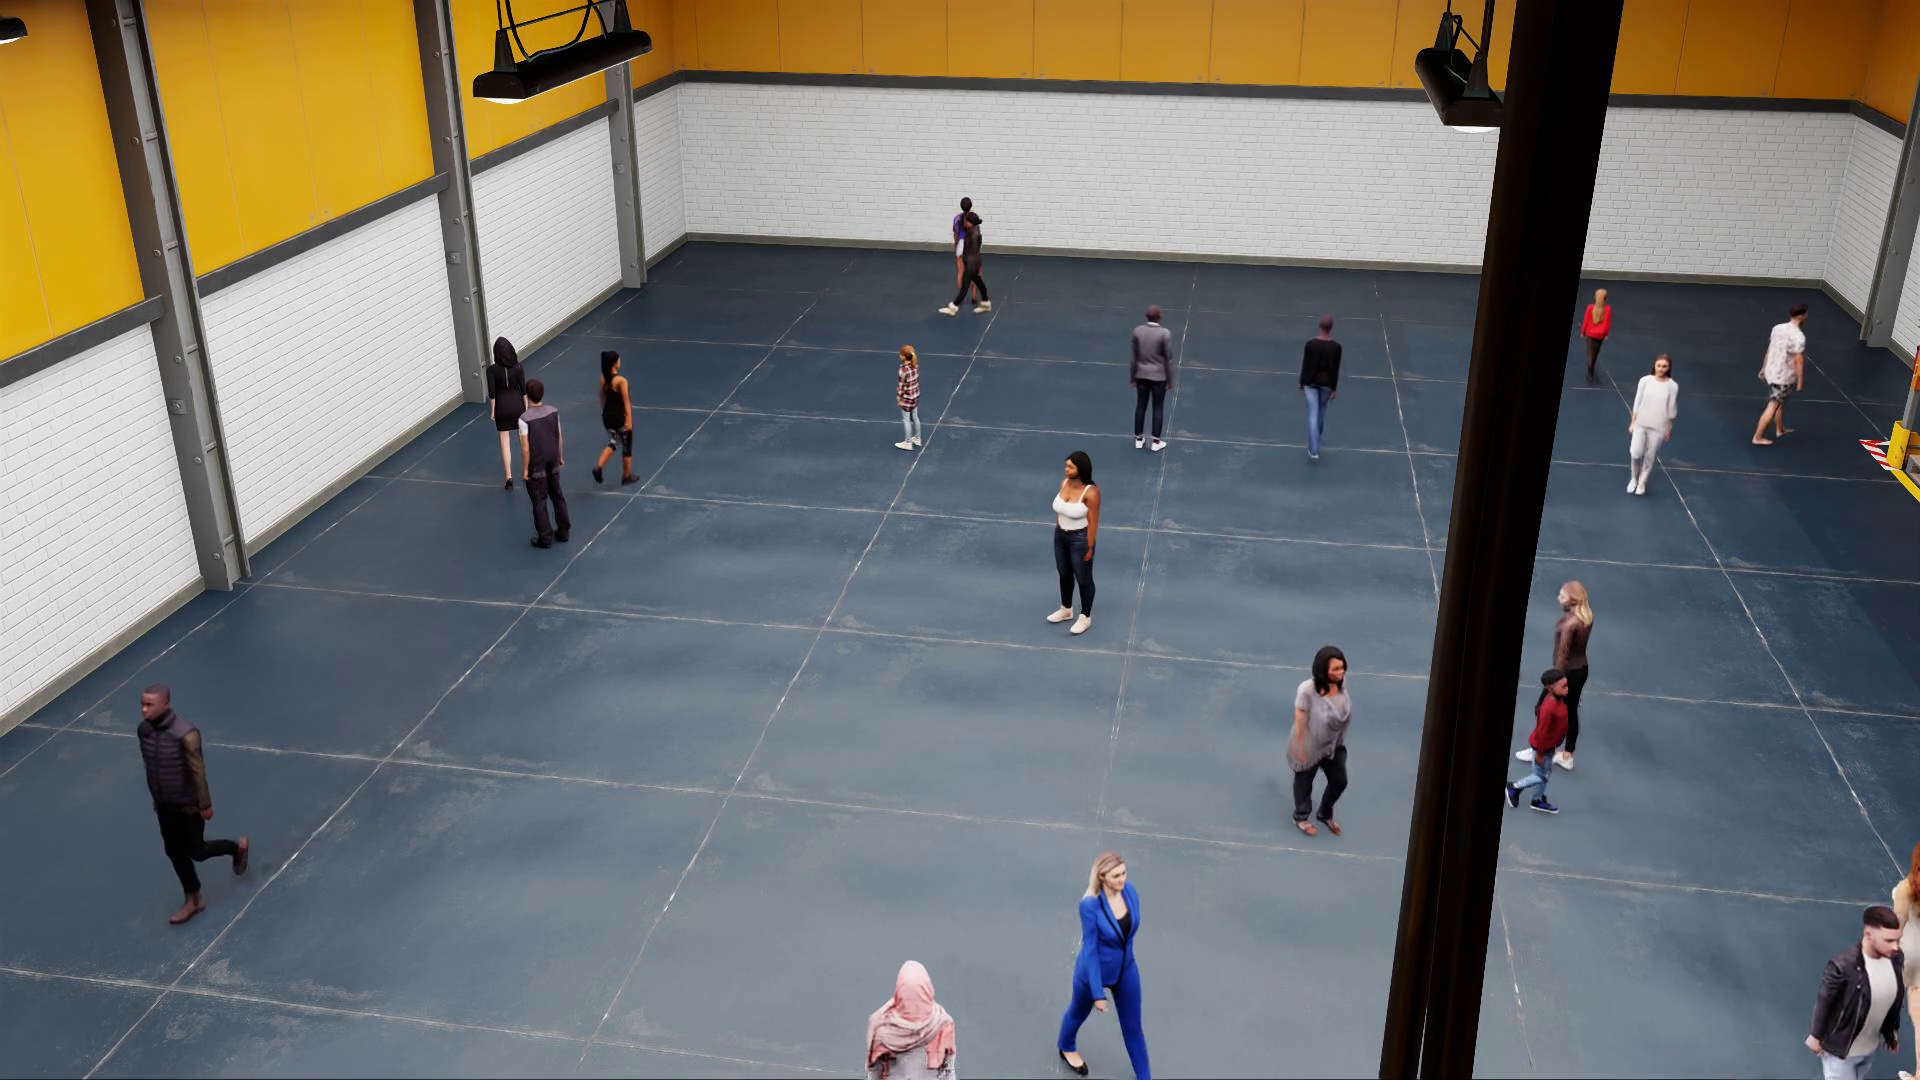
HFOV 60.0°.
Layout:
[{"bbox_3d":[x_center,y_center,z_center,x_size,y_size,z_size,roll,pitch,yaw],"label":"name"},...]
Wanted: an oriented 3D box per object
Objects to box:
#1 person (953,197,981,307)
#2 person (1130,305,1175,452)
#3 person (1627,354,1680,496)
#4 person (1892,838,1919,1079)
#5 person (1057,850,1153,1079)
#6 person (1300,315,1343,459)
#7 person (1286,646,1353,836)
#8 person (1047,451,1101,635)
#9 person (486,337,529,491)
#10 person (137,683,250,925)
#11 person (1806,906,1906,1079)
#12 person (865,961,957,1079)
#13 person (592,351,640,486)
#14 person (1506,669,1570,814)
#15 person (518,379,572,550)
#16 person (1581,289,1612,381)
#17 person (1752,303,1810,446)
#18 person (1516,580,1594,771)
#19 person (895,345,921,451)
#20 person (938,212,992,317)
[{"bbox_3d":[0.106,-4.611,26.502,0.636,1.743,0.596,-2,24,-4],"label":"person"},{"bbox_3d":[2.336,-1.991,20.418,0.778,1.816,0.700,12,27,26],"label":"person"},{"bbox_3d":[7.947,-1.350,19.115,0.682,1.683,0.659,10,26,23],"label":"person"},{"bbox_3d":[5.829,2.594,10.123,0.803,1.660,1.224,-2,24,-4],"label":"person"},{"bbox_3d":[0.799,2.593,10.115,1.097,1.667,1.127,-17,29,-33],"label":"person"},{"bbox_3d":[4.349,-1.831,20.186,0.613,1.707,1.131,4,24,9],"label":"person"},{"bbox_3d":[2.702,1.491,12.724,0.777,1.597,0.827,-12,26,-25],"label":"person"},{"bbox_3d":[1.111,-0.002,15.874,0.797,1.809,0.750,-18,30,-36],"label":"person"},{"bbox_3d":[-5.196,-1.460,19.214,0.661,1.807,0.672,-10,25,-21],"label":"person"},{"bbox_3d":[-5.428,1.801,11.736,0.831,1.821,1.027,10,25,21],"label":"person"},{"bbox_3d":[4.989,2.800,9.445,0.762,1.826,0.782,-10,26,-22],"label":"person"},{"bbox_3d":[-0.238,3.100,8.860,0.859,1.744,1.261,-2,24,-4],"label":"person"},{"bbox_3d":[-4.028,-1.382,19.235,0.801,1.647,0.952,16,28,33],"label":"person"},{"bbox_3d":[4.508,1.568,12.987,0.696,1.246,0.667,15,28,31],"label":"person"},{"bbox_3d":[-4.439,-0.819,17.695,0.815,1.848,0.709,21,31,39],"label":"person"},{"bbox_3d":[8.798,-2.821,23.020,0.514,1.251,0.908,5,24,11],"label":"person"},{"bbox_3d":[10.071,-2.040,20.560,0.973,1.792,0.995,-5,24,-11],"label":"person"},{"bbox_3d":[4.977,1.122,13.456,0.796,1.688,0.888,-20,30,-38],"label":"person"},{"bbox_3d":[-0.627,-1.773,20.557,0.651,1.304,0.545,15,28,31],"label":"person"},{"bbox_3d":[0.030,-4.247,25.815,0.887,1.625,1.122,-14,27,-29],"label":"person"}]
